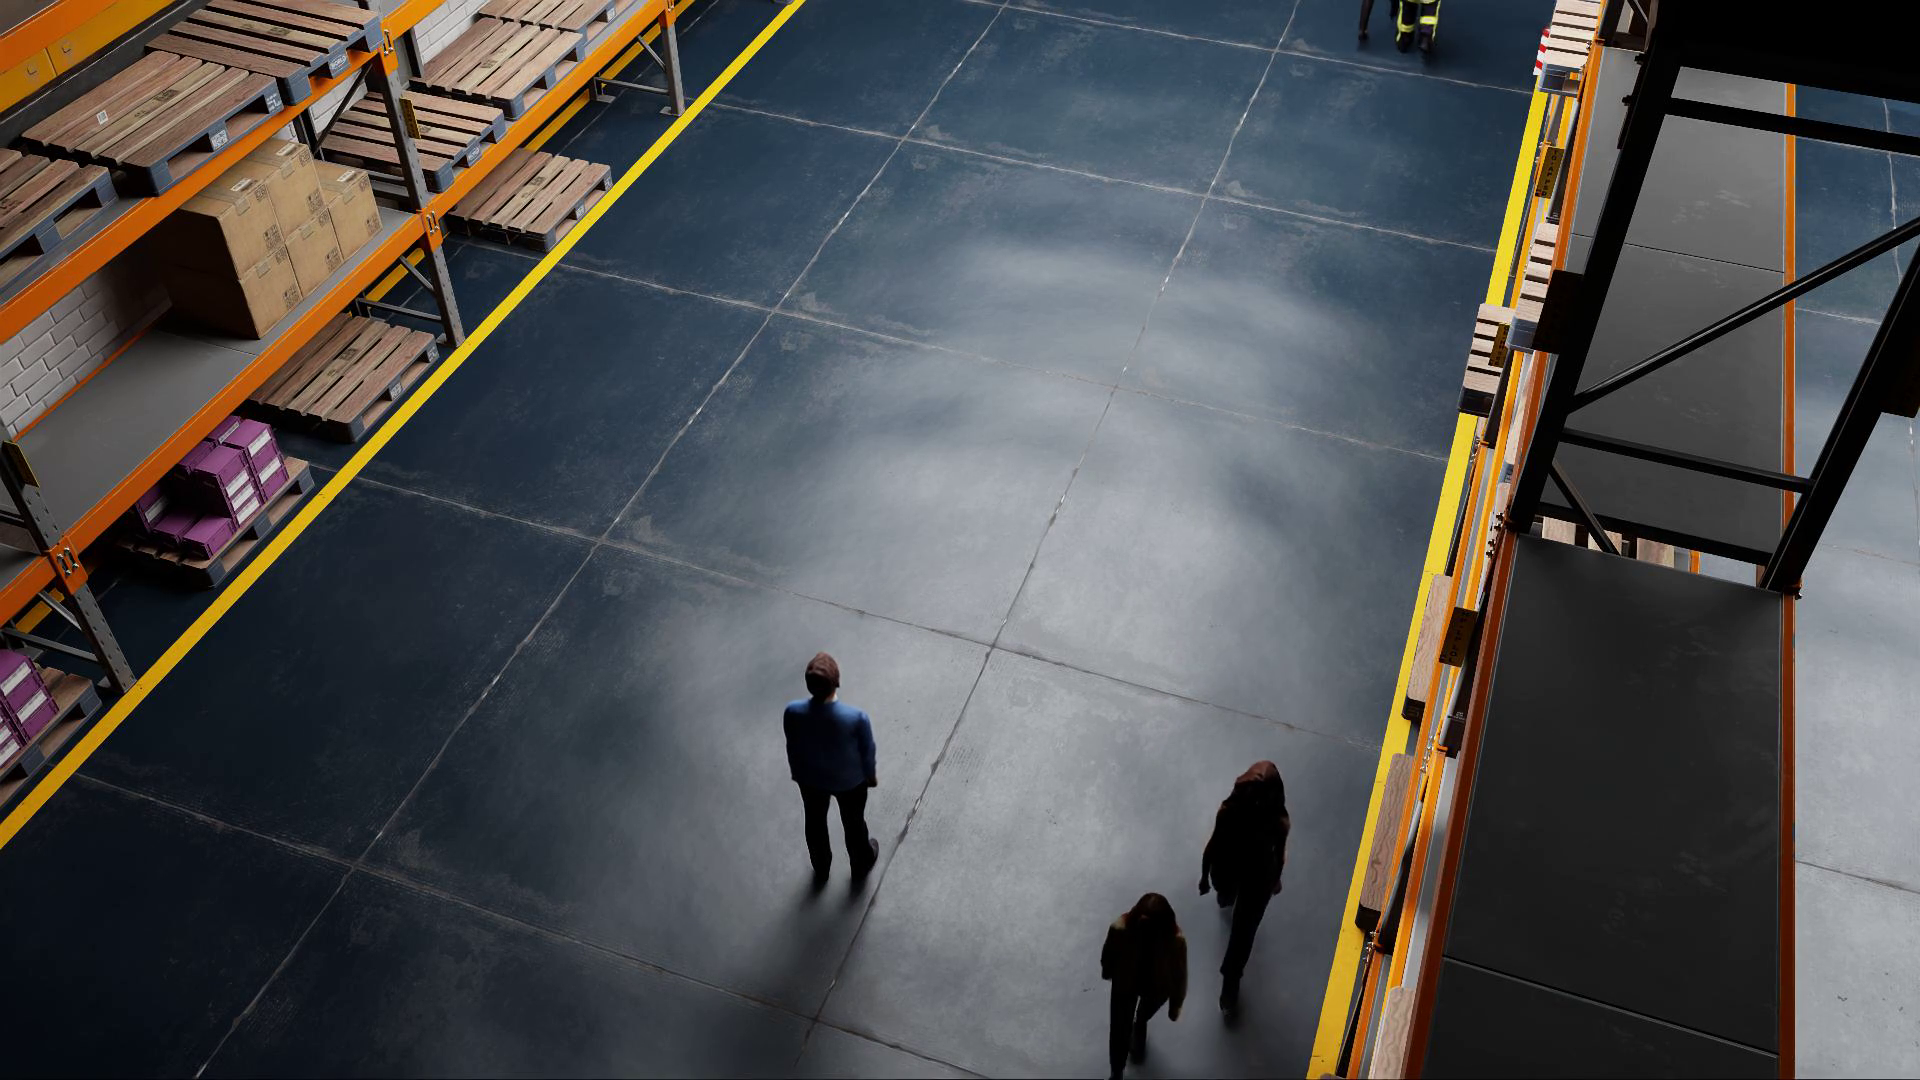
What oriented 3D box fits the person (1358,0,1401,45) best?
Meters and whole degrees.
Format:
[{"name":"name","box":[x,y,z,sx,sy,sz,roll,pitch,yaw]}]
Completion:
[{"name":"person","box":[4.330,-5.910,16.953,0.850,1.738,1.216,27,50,26]}]

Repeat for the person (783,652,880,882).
[{"name":"person","box":[-0.717,1.293,9.333,0.706,1.820,0.647,4,44,5]}]

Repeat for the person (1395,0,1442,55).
[{"name":"person","box":[4.687,-5.718,16.698,0.902,1.812,1.001,1,44,1]}]

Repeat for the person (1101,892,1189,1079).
[{"name":"person","box":[0.958,2.227,8.616,0.678,1.456,0.876,8,44,9]}]

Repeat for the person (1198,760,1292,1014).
[{"name":"person","box":[1.536,1.705,8.977,0.666,1.715,1.137,11,45,11]}]
